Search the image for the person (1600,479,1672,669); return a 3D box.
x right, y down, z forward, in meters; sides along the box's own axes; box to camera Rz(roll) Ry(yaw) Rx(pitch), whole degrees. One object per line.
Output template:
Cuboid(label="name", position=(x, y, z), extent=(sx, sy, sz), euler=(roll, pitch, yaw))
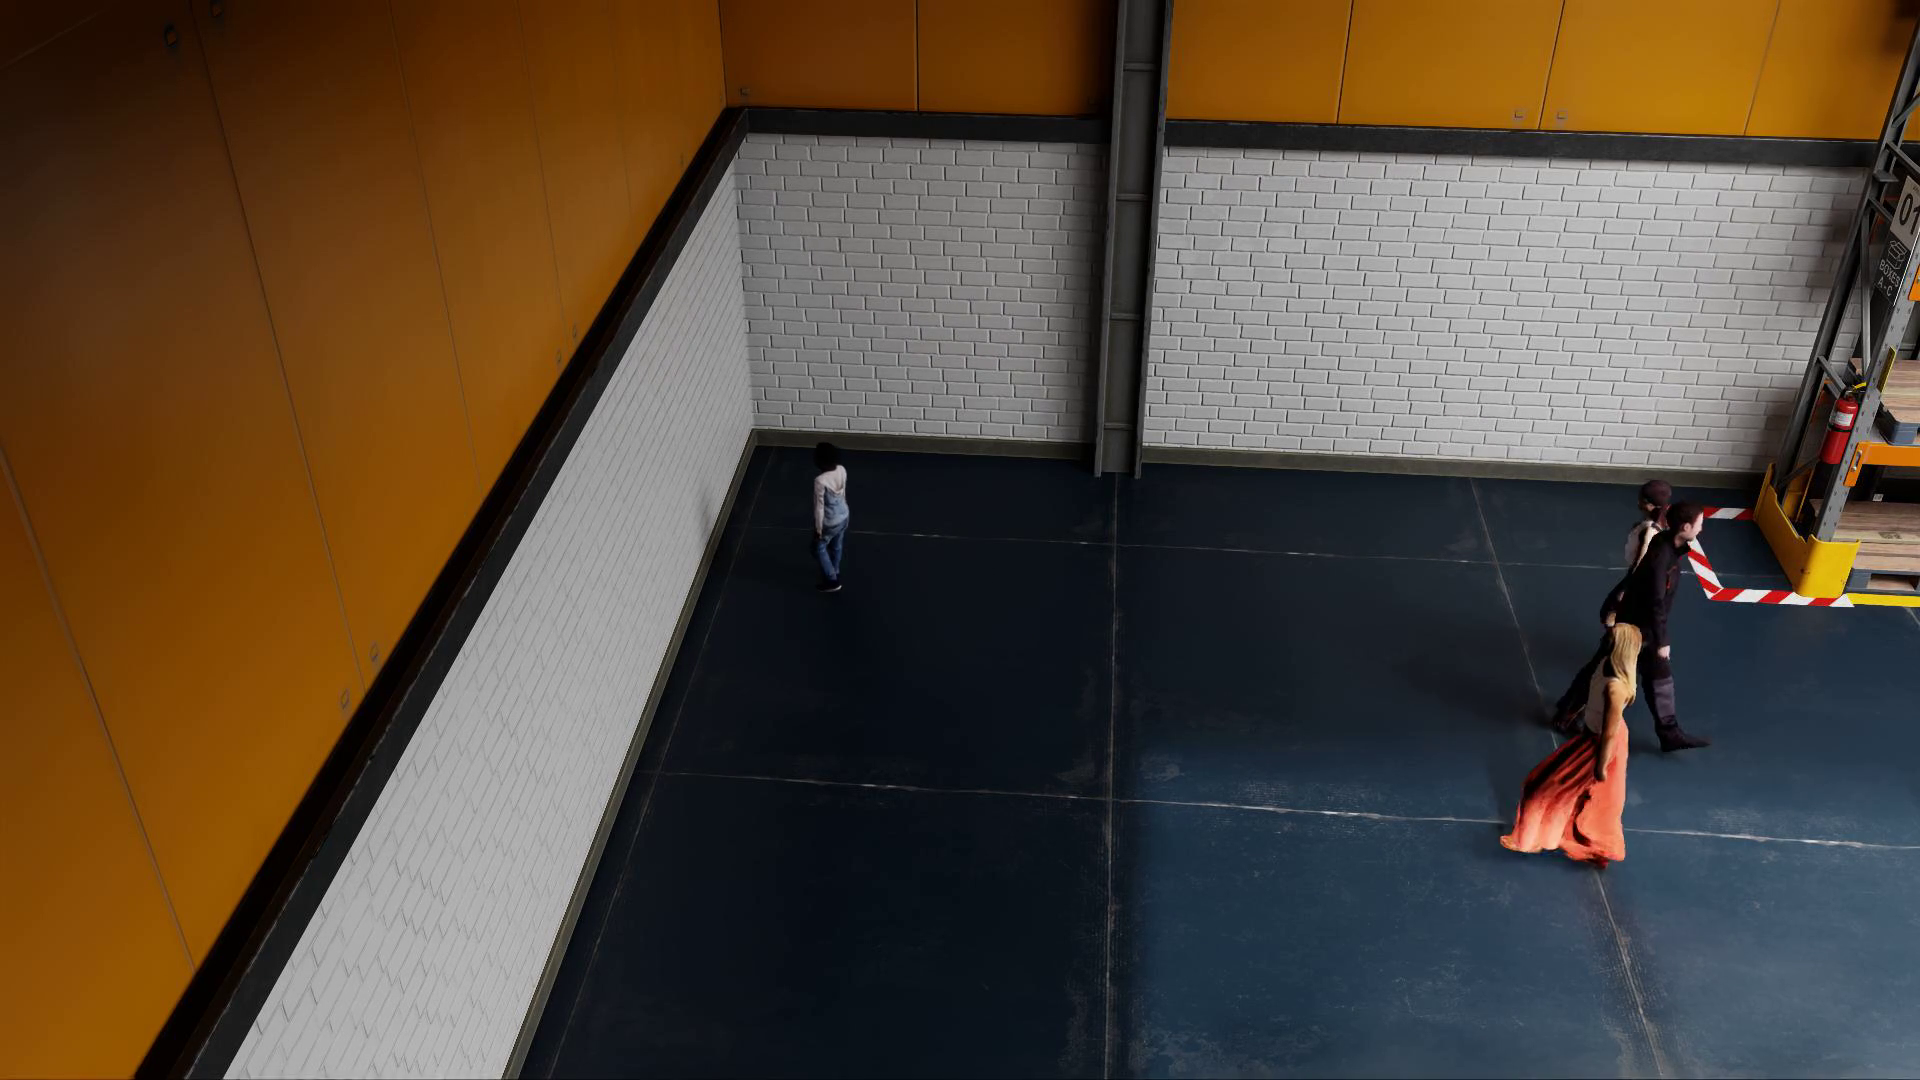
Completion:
Cuboid(label="person", position=(4.708, 0.329, 11.406), extent=(0.755, 1.624, 0.694), euler=(20, 38, 27))

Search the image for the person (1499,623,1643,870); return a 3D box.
Cuboid(label="person", position=(3.883, 1.254, 9.873), extent=(1.053, 1.779, 0.834), euler=(15, 37, 21))

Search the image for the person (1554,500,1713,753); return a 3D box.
Cuboid(label="person", position=(4.343, 0.564, 10.852), extent=(1.308, 1.846, 1.125), euler=(24, 41, 32))

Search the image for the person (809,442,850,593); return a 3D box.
Cuboid(label="person", position=(-0.952, -0.166, 12.484), extent=(0.701, 1.255, 0.636), euler=(28, 43, 35))
